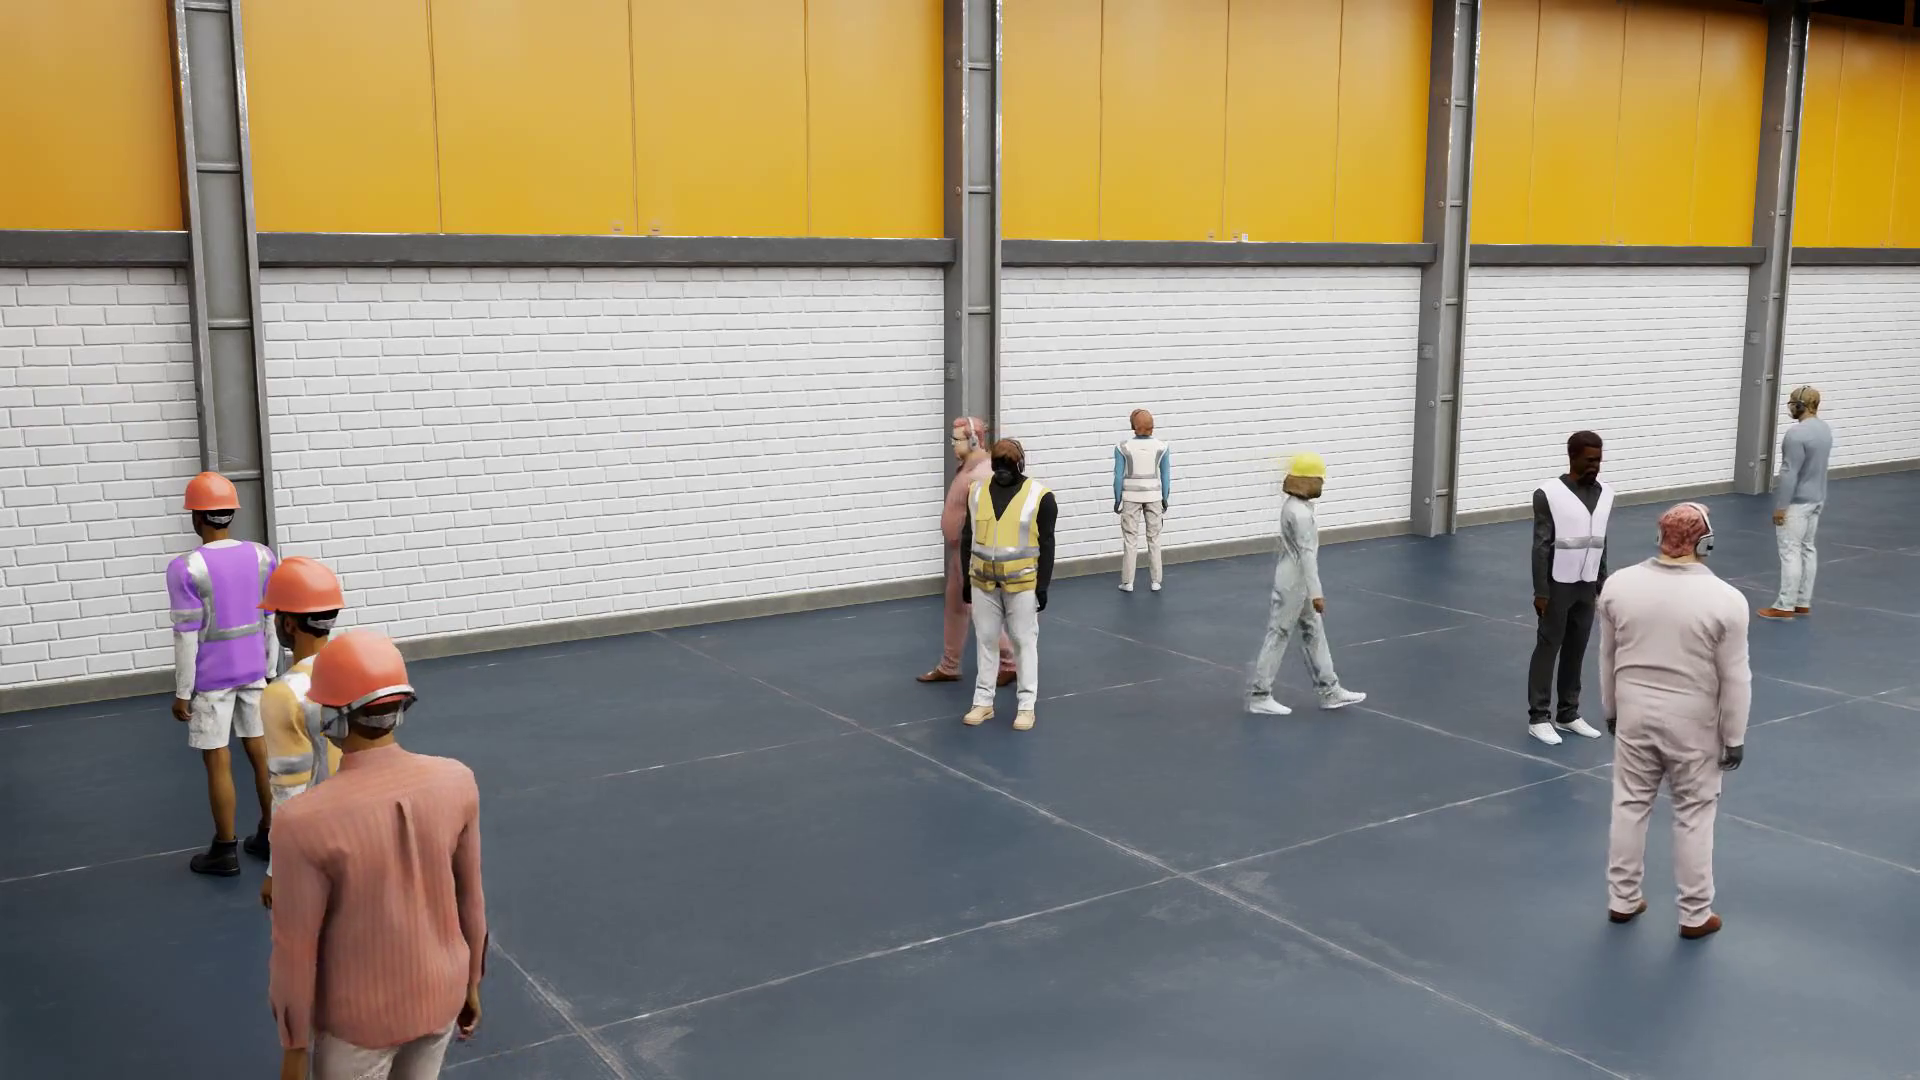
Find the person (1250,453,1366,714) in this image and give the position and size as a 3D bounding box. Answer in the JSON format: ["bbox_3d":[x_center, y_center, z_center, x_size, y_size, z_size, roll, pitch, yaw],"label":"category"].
[{"bbox_3d":[2.273,0.295,10.706,0.832,1.704,0.514,1,10,7],"label":"person"}]

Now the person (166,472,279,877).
[{"bbox_3d":[-3.528,0.638,7.971,0.356,1.937,0.552,6,11,31],"label":"person"}]

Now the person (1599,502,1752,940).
[{"bbox_3d":[3.097,0.780,7.230,0.648,1.906,0.415,9,13,43],"label":"person"}]

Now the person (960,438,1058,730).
[{"bbox_3d":[0.287,0.273,10.473,0.626,1.842,0.429,4,10,22],"label":"person"}]

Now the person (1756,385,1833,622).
[{"bbox_3d":[6.878,-0.299,13.640,0.635,1.932,0.389,-8,12,-40],"label":"person"}]

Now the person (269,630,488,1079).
[{"bbox_3d":[-1.457,1.221,4.359,0.683,1.979,0.624,7,12,35],"label":"person"}]

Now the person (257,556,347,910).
[{"bbox_3d":[-2.192,1.013,5.707,0.361,1.940,0.543,3,10,18],"label":"person"}]

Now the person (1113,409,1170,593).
[{"bbox_3d":[1.612,-0.343,14.774,0.514,1.643,0.308,-1,9,-5],"label":"person"}]

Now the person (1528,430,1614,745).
[{"bbox_3d":[3.740,0.278,10.207,0.587,1.918,0.391,-4,10,-25],"label":"person"}]

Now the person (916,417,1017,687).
[{"bbox_3d":[0.089,0.096,11.441,0.654,1.909,0.675,-1,9,-7],"label":"person"}]
